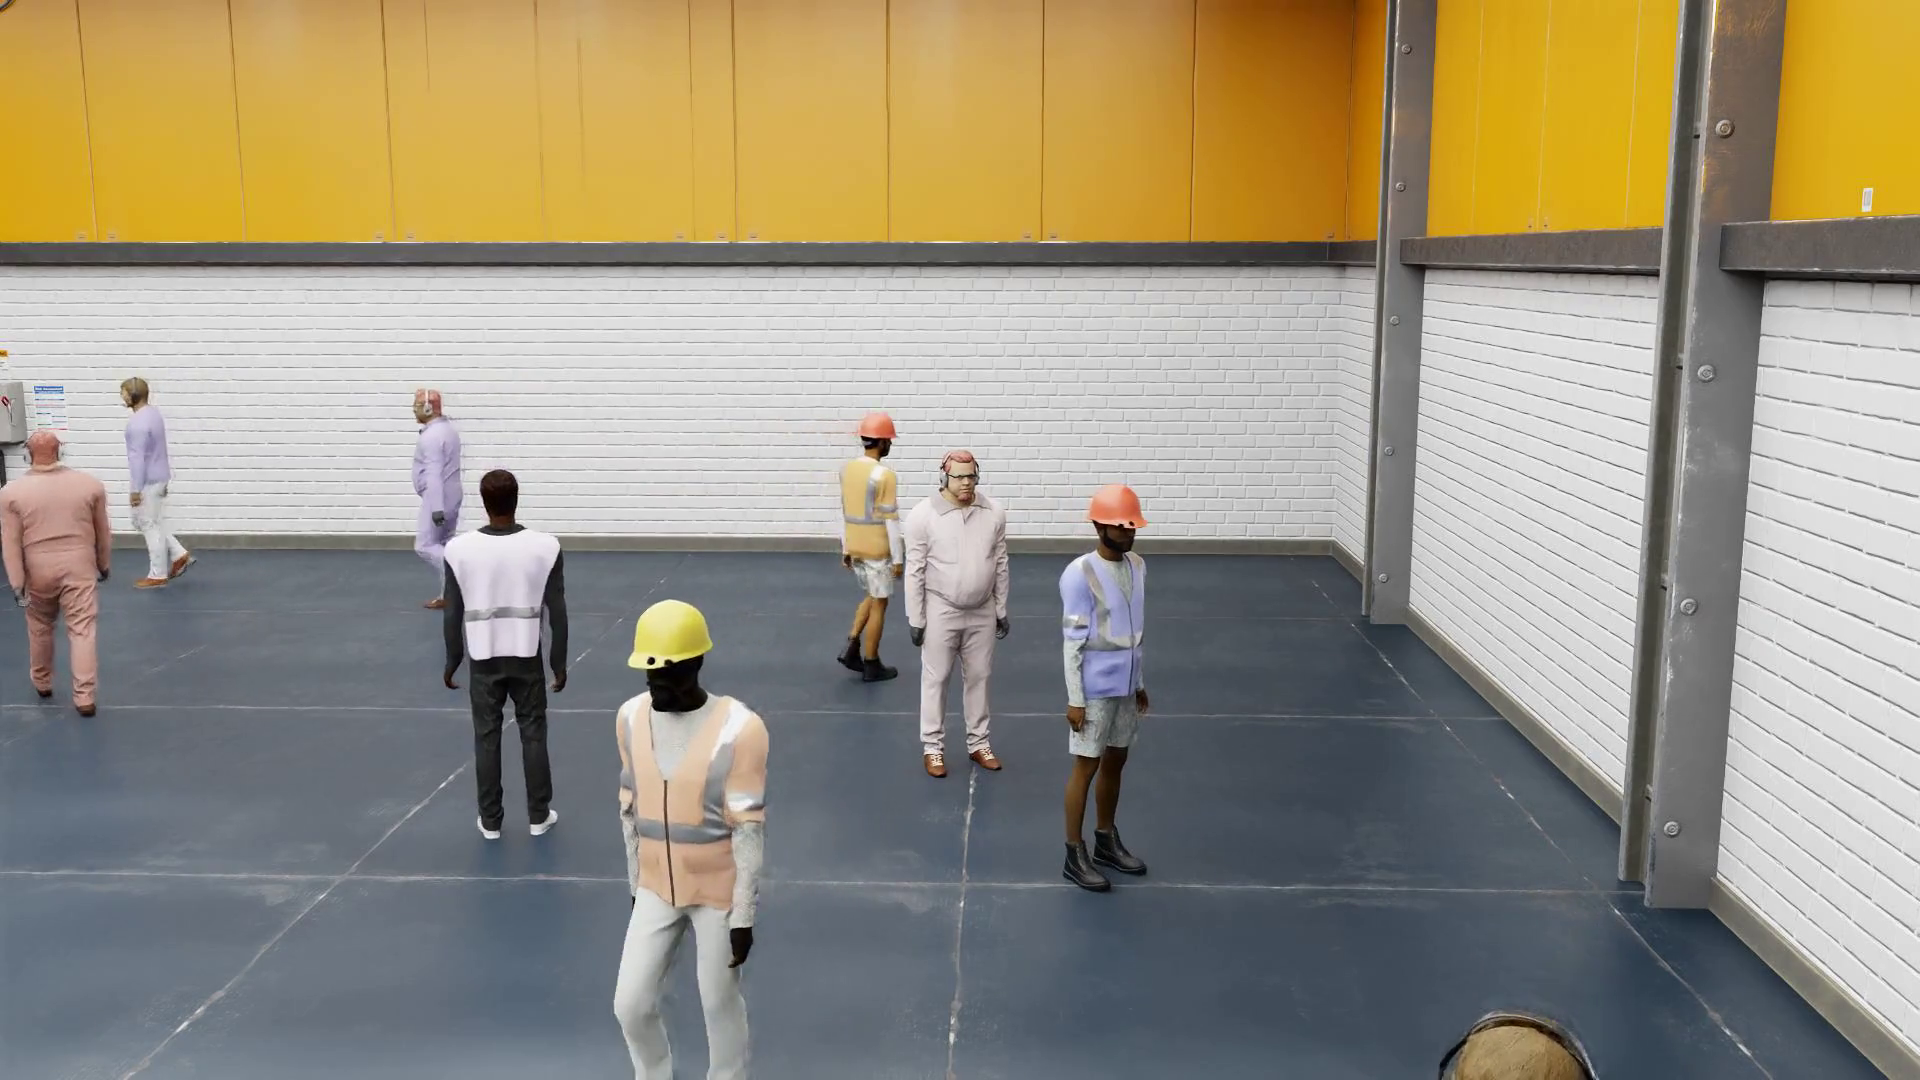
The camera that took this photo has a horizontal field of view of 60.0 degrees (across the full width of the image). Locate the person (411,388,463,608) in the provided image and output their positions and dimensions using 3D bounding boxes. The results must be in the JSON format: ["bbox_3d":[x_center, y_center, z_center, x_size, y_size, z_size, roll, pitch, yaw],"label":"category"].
[{"bbox_3d":[-4.348,-0.328,13.998,0.502,1.898,0.644,0,10,0],"label":"person"}]

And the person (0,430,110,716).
[{"bbox_3d":[-5.982,0.197,11.032,0.647,1.856,0.994,-6,12,-33],"label":"person"}]

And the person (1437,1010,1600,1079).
[{"bbox_3d":[0.760,1.631,2.473,0.667,1.905,0.874,5,11,26],"label":"person"}]

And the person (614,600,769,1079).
[{"bbox_3d":[-0.901,1.137,5.386,0.587,1.909,0.578,4,10,22],"label":"person"}]

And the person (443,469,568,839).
[{"bbox_3d":[-2.324,0.594,8.531,0.636,1.916,0.411,-3,10,-17],"label":"person"}]

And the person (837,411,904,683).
[{"bbox_3d":[-0.596,0.055,11.671,0.403,1.918,0.565,-9,13,-41],"label":"person"}]

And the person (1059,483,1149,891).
[{"bbox_3d":[0.720,0.688,7.914,0.373,1.934,0.551,9,13,43],"label":"person"}]

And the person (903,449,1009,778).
[{"bbox_3d":[-0.005,0.420,9.604,0.640,1.902,0.402,-4,11,-24],"label":"person"}]

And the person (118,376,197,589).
[{"bbox_3d":[-7.279,-0.505,14.935,0.465,1.927,0.629,-3,10,-16],"label":"person"}]
